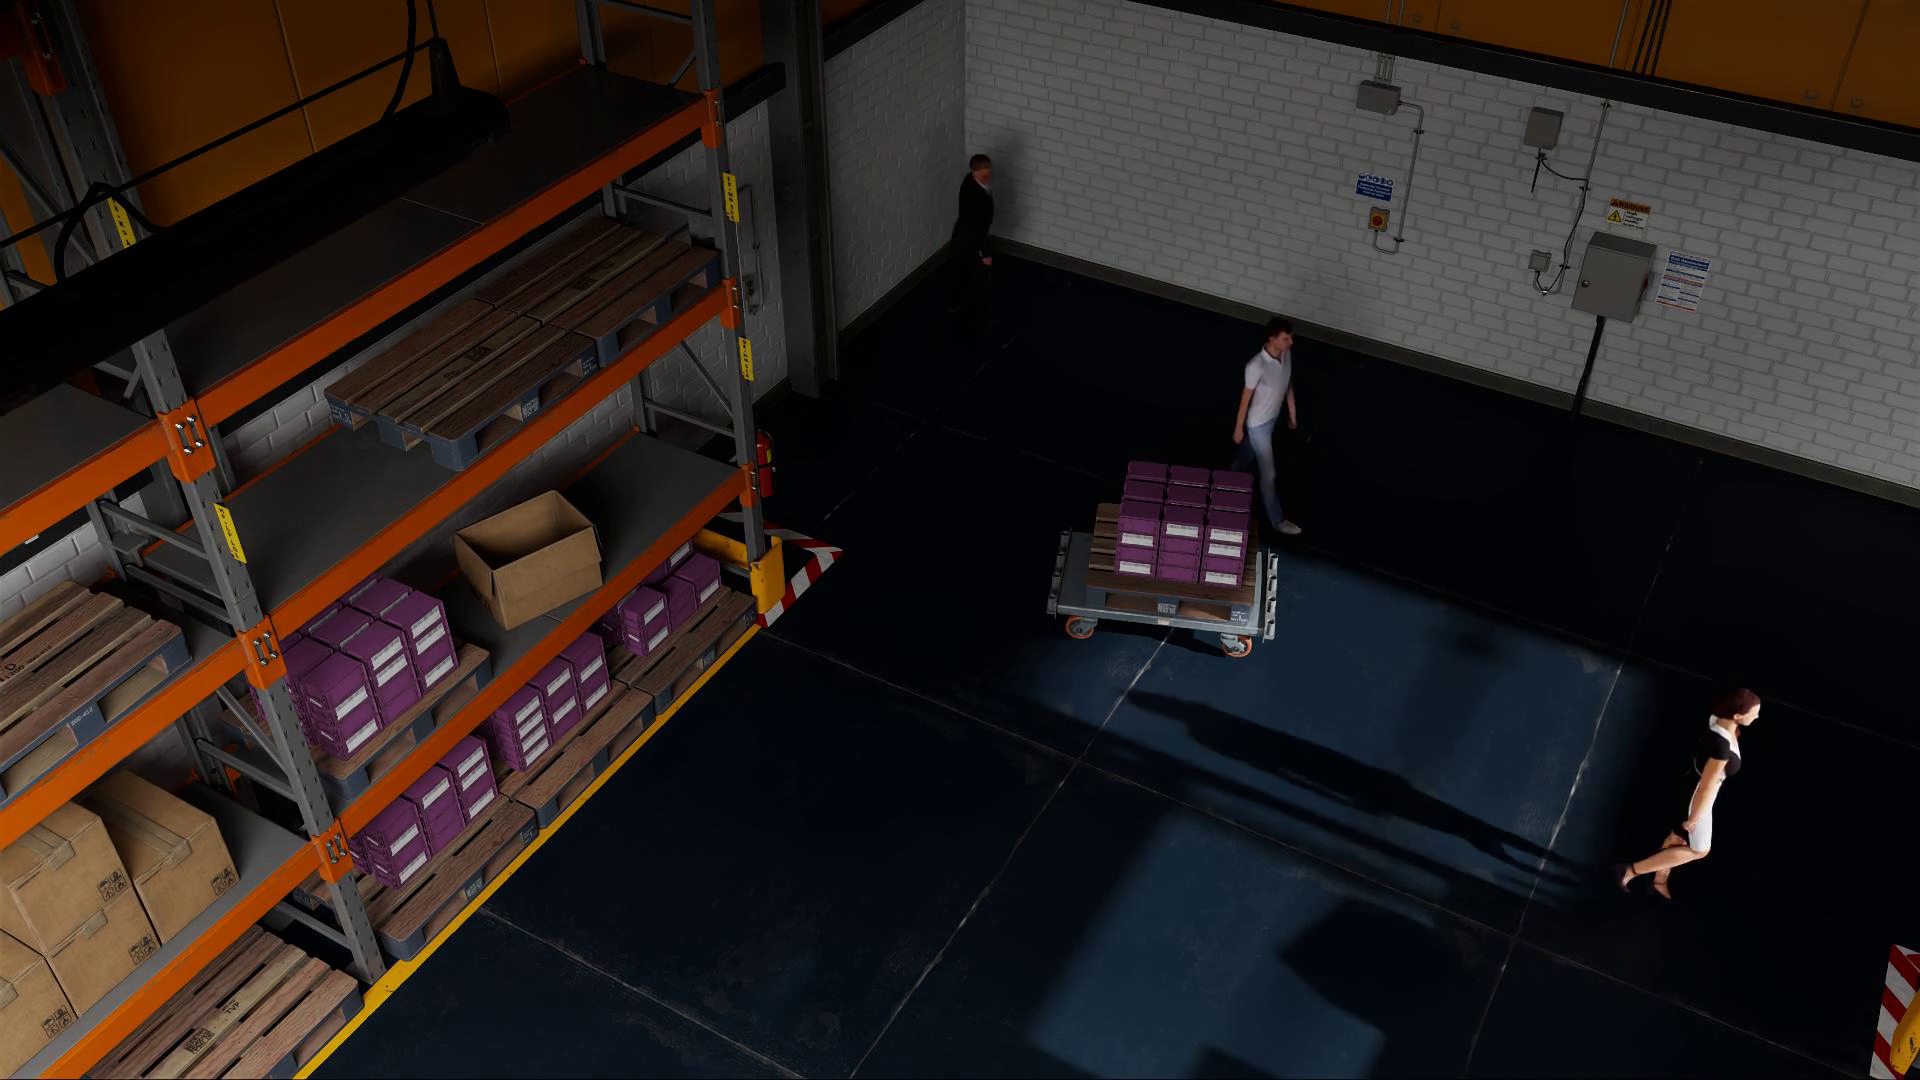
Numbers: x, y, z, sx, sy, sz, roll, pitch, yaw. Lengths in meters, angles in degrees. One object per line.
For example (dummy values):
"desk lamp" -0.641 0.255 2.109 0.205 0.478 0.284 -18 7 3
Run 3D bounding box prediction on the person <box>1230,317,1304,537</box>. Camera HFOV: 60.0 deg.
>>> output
"person" 2.281 -0.968 13.013 0.849 1.821 1.022 27 46 29

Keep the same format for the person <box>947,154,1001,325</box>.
"person" 0.074 -2.763 15.302 0.936 1.770 0.856 -8 39 -10

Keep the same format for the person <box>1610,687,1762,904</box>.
"person" 4.288 1.536 9.906 0.778 1.786 0.760 7 39 9
